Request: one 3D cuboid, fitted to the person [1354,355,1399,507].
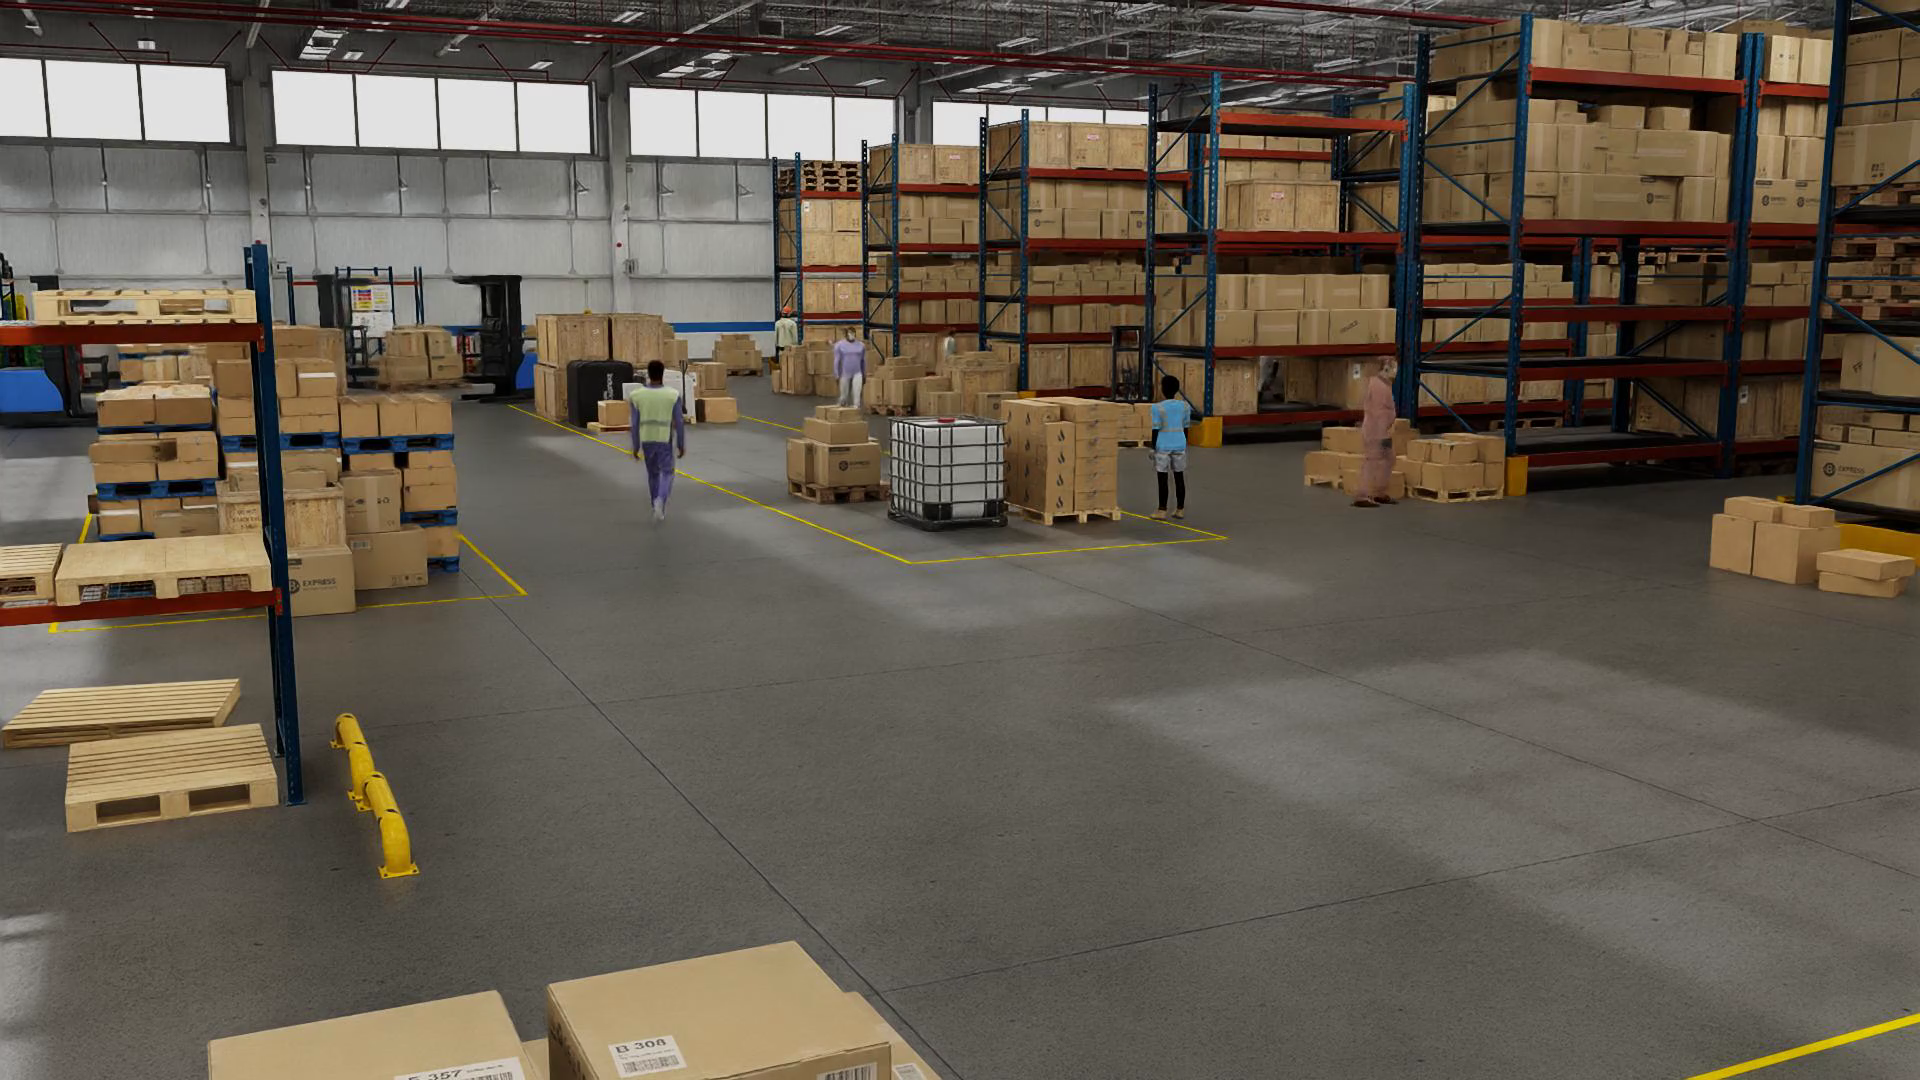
[{"bbox_3d":[5.186,-1.324,20.412,0.691,1.877,0.725,2,9,15],"label":"person"}]

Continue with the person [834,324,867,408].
[{"bbox_3d":[-2.089,-3.124,31.484,0.635,1.921,0.739,-3,9,-15],"label":"person"}]

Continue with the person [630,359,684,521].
[{"bbox_3d":[-3.486,-1.132,19.141,0.605,1.901,0.689,0,9,0],"label":"person"}]

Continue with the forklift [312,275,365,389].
[{"bbox_3d":[-15.427,-5.064,40.507,1.873,2.768,1.129,-4,10,-23],"label":"forklift"}]

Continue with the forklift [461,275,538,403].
[{"bbox_3d":[-10.035,-4.501,37.010,1.873,2.768,1.129,-7,12,-39],"label":"forklift"}]

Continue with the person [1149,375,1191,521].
[{"bbox_3d":[2.438,-1.068,19.370,0.535,1.700,0.318,-5,10,-26],"label":"person"}]

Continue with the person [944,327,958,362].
[{"bbox_3d":[-0.129,-4.142,38.654,0.589,1.615,0.546,-3,10,-16],"label":"person"}]

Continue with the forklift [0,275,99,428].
[{"bbox_3d":[-17.011,-3.559,31.168,1.873,2.768,1.129,-4,10,-25],"label":"forklift"}]

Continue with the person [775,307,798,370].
[{"bbox_3d":[-4.509,-5.069,43.271,0.622,1.993,0.382,3,10,17],"label":"person"}]

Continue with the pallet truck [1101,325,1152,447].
[{"bbox_3d":[2.881,-2.596,27.923,0.823,1.965,1.885,-1,9,-7],"label":"pallet truck"}]

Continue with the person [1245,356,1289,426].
[{"bbox_3d":[5.854,-3.092,31.242,0.962,1.930,0.616,-6,11,-31],"label":"person"}]
